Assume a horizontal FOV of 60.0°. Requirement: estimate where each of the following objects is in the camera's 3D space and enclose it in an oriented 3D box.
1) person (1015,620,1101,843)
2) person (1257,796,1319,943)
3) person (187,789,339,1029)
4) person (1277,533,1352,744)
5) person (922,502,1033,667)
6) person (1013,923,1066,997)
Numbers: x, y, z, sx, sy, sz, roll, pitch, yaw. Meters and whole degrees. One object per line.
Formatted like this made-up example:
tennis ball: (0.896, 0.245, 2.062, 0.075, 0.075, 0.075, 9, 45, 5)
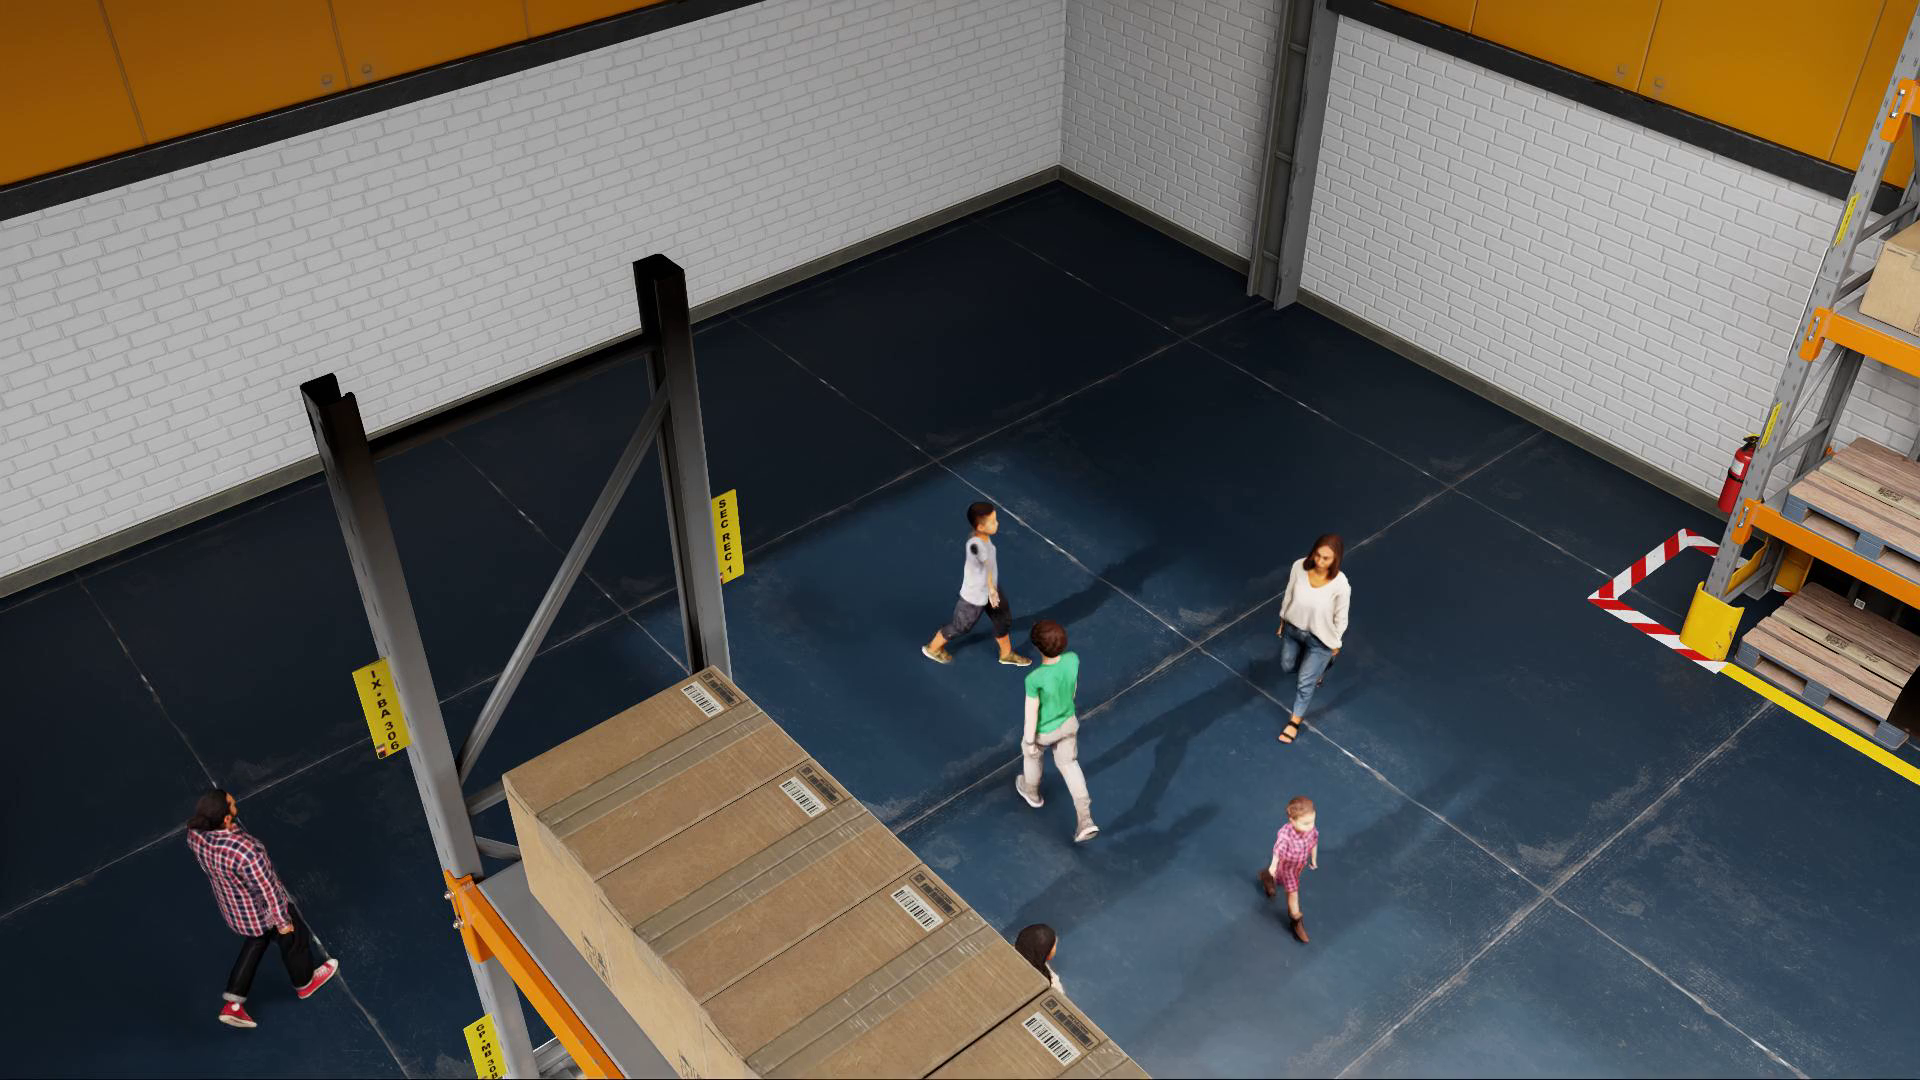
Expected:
person: (0.623, 1.191, 10.285, 0.699, 1.631, 1.084, -20, 43, -23)
person: (1.960, 1.867, 9.937, 0.522, 1.010, 0.792, -19, 42, -22)
person: (-3.923, 2.043, 9.129, 1.016, 1.742, 0.988, 17, 42, 20)
person: (2.361, 0.583, 11.017, 0.822, 1.668, 0.718, 30, 47, 32)
person: (0.064, 0.305, 11.556, 1.054, 1.428, 0.962, 5, 39, 6)
person: (0.291, 2.610, 8.509, 0.914, 1.629, 1.103, -15, 41, -18)
